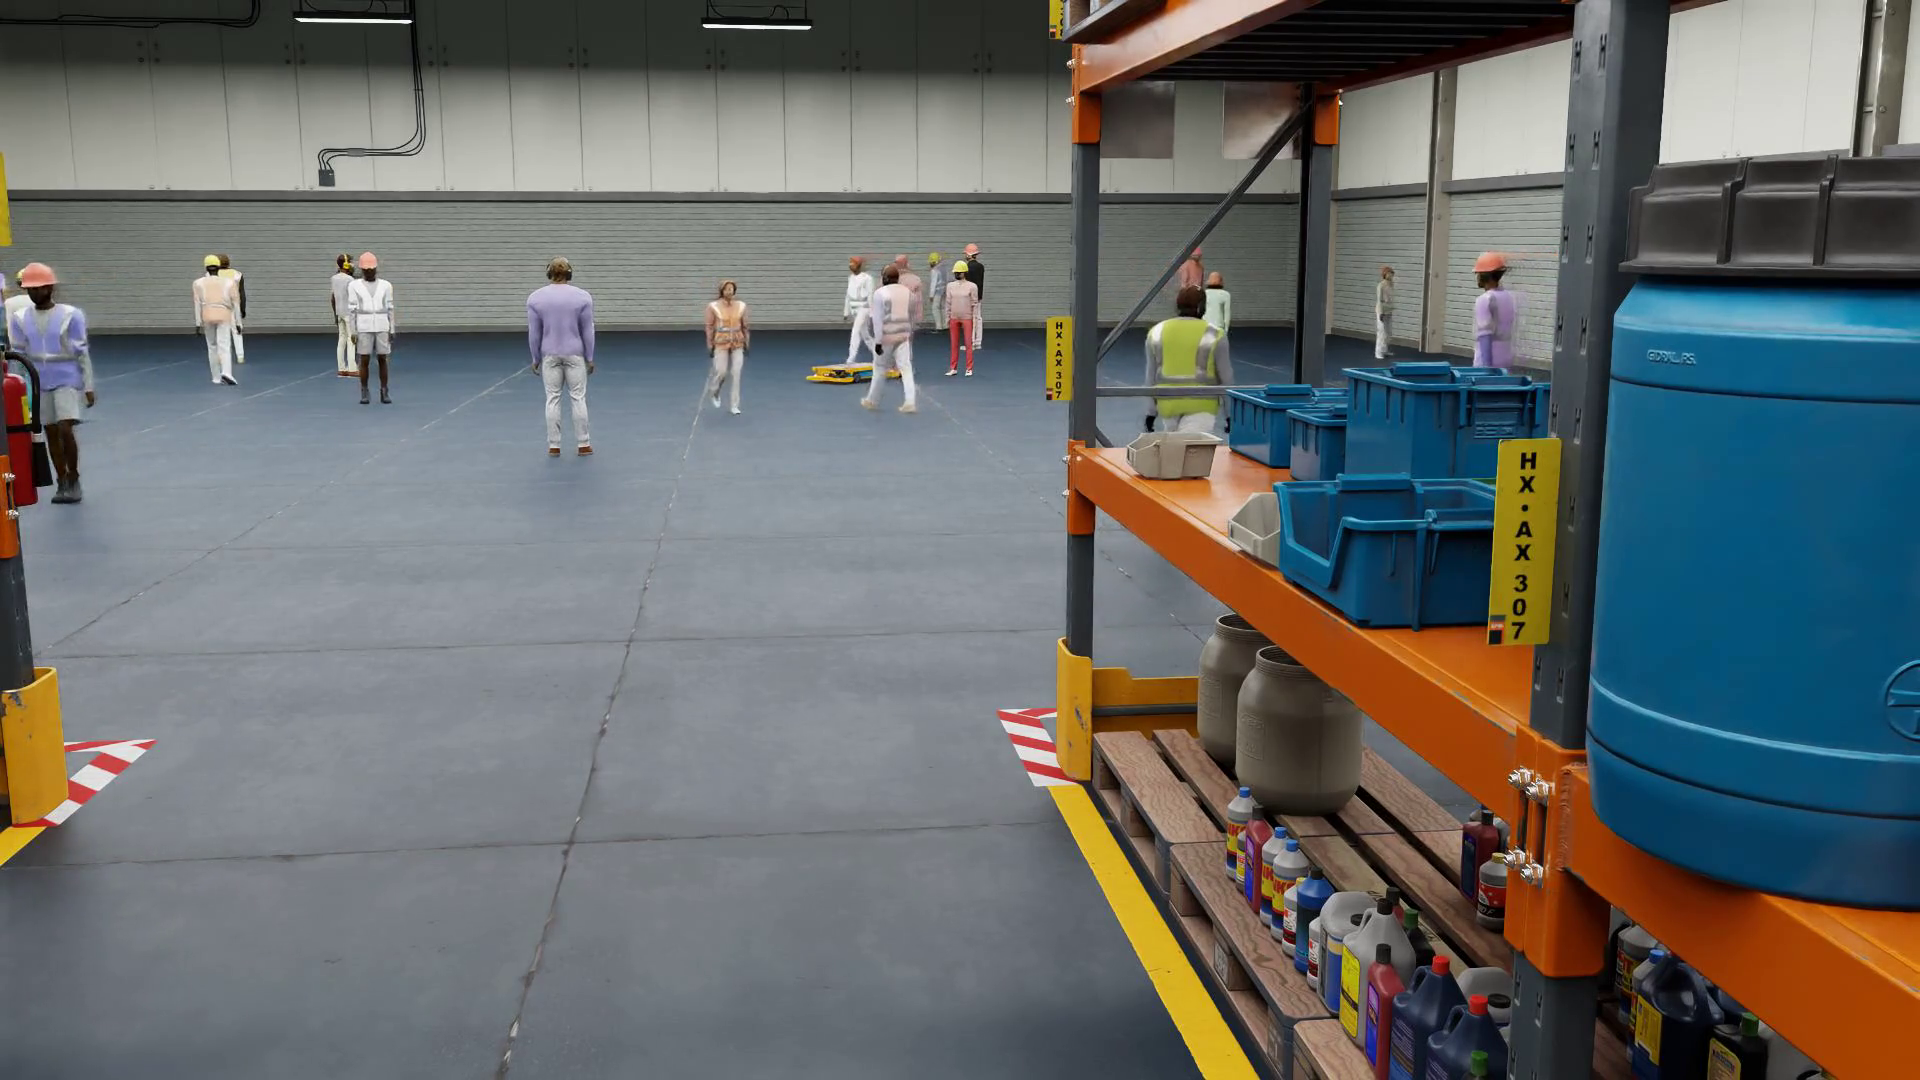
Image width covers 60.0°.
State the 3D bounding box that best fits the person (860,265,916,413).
[{"bbox_3d":[-0.840,-2.451,20.308,0.650,1.789,0.976,-8,13,-37],"label":"person"}]

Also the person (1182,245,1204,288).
[{"bbox_3d":[4.637,-4.897,33.196,0.632,1.981,0.497,-8,13,-38],"label":"person"}]

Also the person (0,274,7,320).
[{"bbox_3d":[-16.804,-3.991,28.714,0.956,1.792,0.596,7,13,35],"label":"person"}]

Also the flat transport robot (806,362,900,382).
[{"bbox_3d":[-1.579,-2.498,24.717,0.652,0.197,1.431,7,13,35],"label":"flat transport robot"}]

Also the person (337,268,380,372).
[{"bbox_3d":[-9.502,-3.486,26.283,0.572,1.669,0.634,7,13,35],"label":"person"}]

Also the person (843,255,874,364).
[{"bbox_3d":[-1.570,-3.687,26.929,0.926,1.852,0.585,-7,12,-34],"label":"person"}]

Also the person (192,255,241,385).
[{"bbox_3d":[-10.750,-3.178,24.073,0.605,1.884,0.802,-4,11,-22],"label":"person"}]

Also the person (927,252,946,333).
[{"bbox_3d":[-0.528,-5.470,36.876,0.407,1.794,0.678,3,11,15],"label":"person"}]

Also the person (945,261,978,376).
[{"bbox_3d":[0.021,-3.389,25.519,0.524,1.764,0.329,4,11,21],"label":"person"}]

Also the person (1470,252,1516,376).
[{"bbox_3d":[4.974,-1.660,15.409,0.612,2.006,1.014,-8,13,-39],"label":"person"}]

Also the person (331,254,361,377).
[{"bbox_3d":[-9.338,-3.406,25.326,0.535,1.865,0.312,6,12,32],"label":"person"}]

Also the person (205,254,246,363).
[{"bbox_3d":[-12.410,-3.908,28.134,0.633,1.846,0.429,-6,12,-31],"label":"person"}]

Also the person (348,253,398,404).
[{"bbox_3d":[-7.502,-2.689,21.296,0.585,1.931,0.457,-5,11,-24],"label":"person"}]

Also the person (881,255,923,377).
[{"bbox_3d":[-0.898,-3.450,25.583,0.641,1.861,0.975,-2,11,-11],"label":"person"}]

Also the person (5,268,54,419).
[{"bbox_3d":[-10.867,-2.295,19.517,0.526,1.765,0.329,-6,12,-30],"label":"person"}]

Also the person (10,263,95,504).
[{"bbox_3d":[-7.234,-1.226,13.214,0.581,1.917,0.553,-1,10,-7],"label":"person"}]

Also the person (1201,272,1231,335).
[{"bbox_3d":[3.747,-3.139,24.548,0.507,1.607,0.681,3,11,15],"label":"person"}]

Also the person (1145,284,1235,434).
[{"bbox_3d":[1.666,-0.952,12.083,0.644,1.796,0.971,6,12,29],"label":"person"}]

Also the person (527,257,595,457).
[{"bbox_3d":[-3.857,-1.768,16.143,0.629,1.940,0.379,-1,10,-5],"label":"person"}]

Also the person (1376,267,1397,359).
[{"bbox_3d":[7.460,-3.973,29.128,0.596,1.609,0.407,-10,14,-43],"label":"person"}]

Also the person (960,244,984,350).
[{"bbox_3d":[0.230,-4.596,31.485,0.373,1.997,0.615,7,12,32],"label":"person"}]

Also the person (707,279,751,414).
[{"bbox_3d":[-2.802,-2.334,20.116,0.516,1.623,0.410,-4,11,-23],"label":"person"}]
